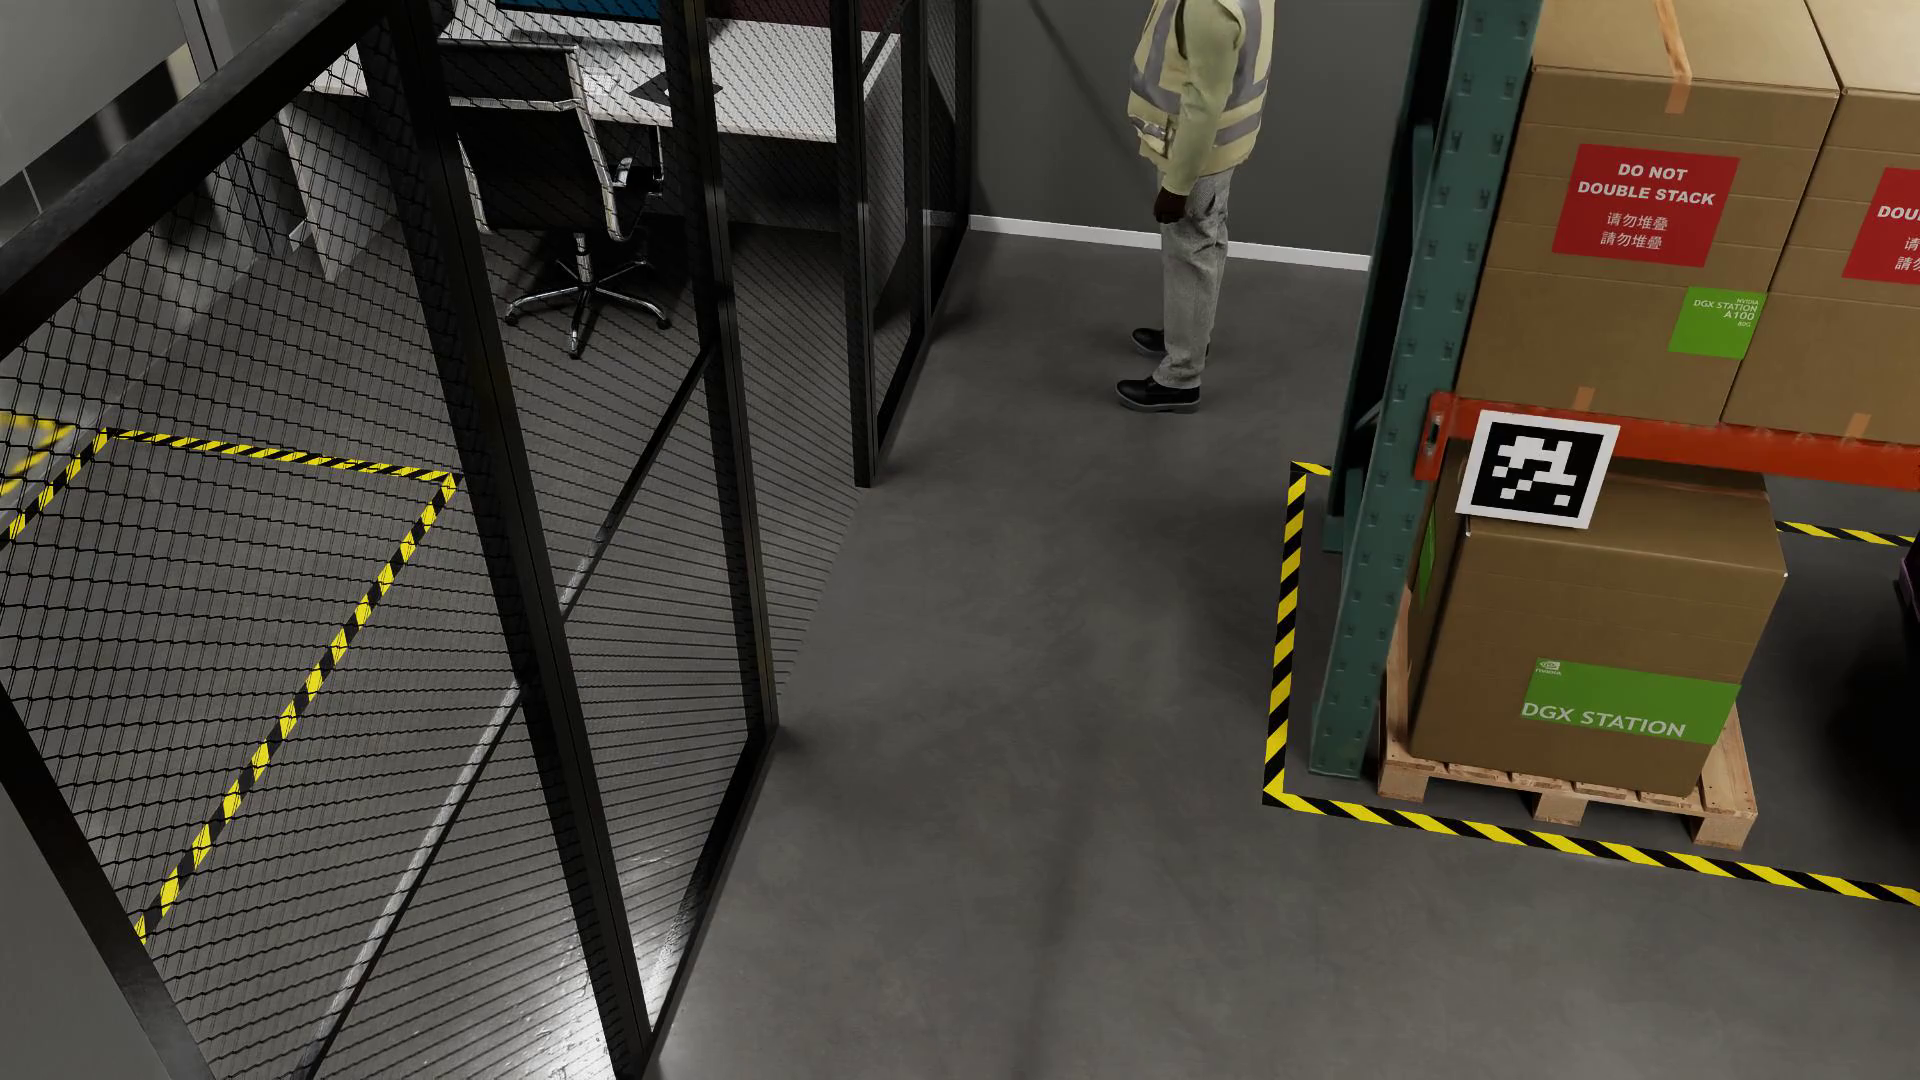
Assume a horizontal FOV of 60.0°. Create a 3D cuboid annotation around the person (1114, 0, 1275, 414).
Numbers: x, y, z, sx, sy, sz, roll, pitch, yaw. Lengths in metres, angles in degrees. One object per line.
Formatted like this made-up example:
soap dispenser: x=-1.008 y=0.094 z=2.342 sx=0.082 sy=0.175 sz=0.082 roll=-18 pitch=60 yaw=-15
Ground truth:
person: x=0.697 y=-1.218 z=4.979 sx=0.403 sy=1.833 sz=0.590 roll=11 pitch=42 yaw=12
